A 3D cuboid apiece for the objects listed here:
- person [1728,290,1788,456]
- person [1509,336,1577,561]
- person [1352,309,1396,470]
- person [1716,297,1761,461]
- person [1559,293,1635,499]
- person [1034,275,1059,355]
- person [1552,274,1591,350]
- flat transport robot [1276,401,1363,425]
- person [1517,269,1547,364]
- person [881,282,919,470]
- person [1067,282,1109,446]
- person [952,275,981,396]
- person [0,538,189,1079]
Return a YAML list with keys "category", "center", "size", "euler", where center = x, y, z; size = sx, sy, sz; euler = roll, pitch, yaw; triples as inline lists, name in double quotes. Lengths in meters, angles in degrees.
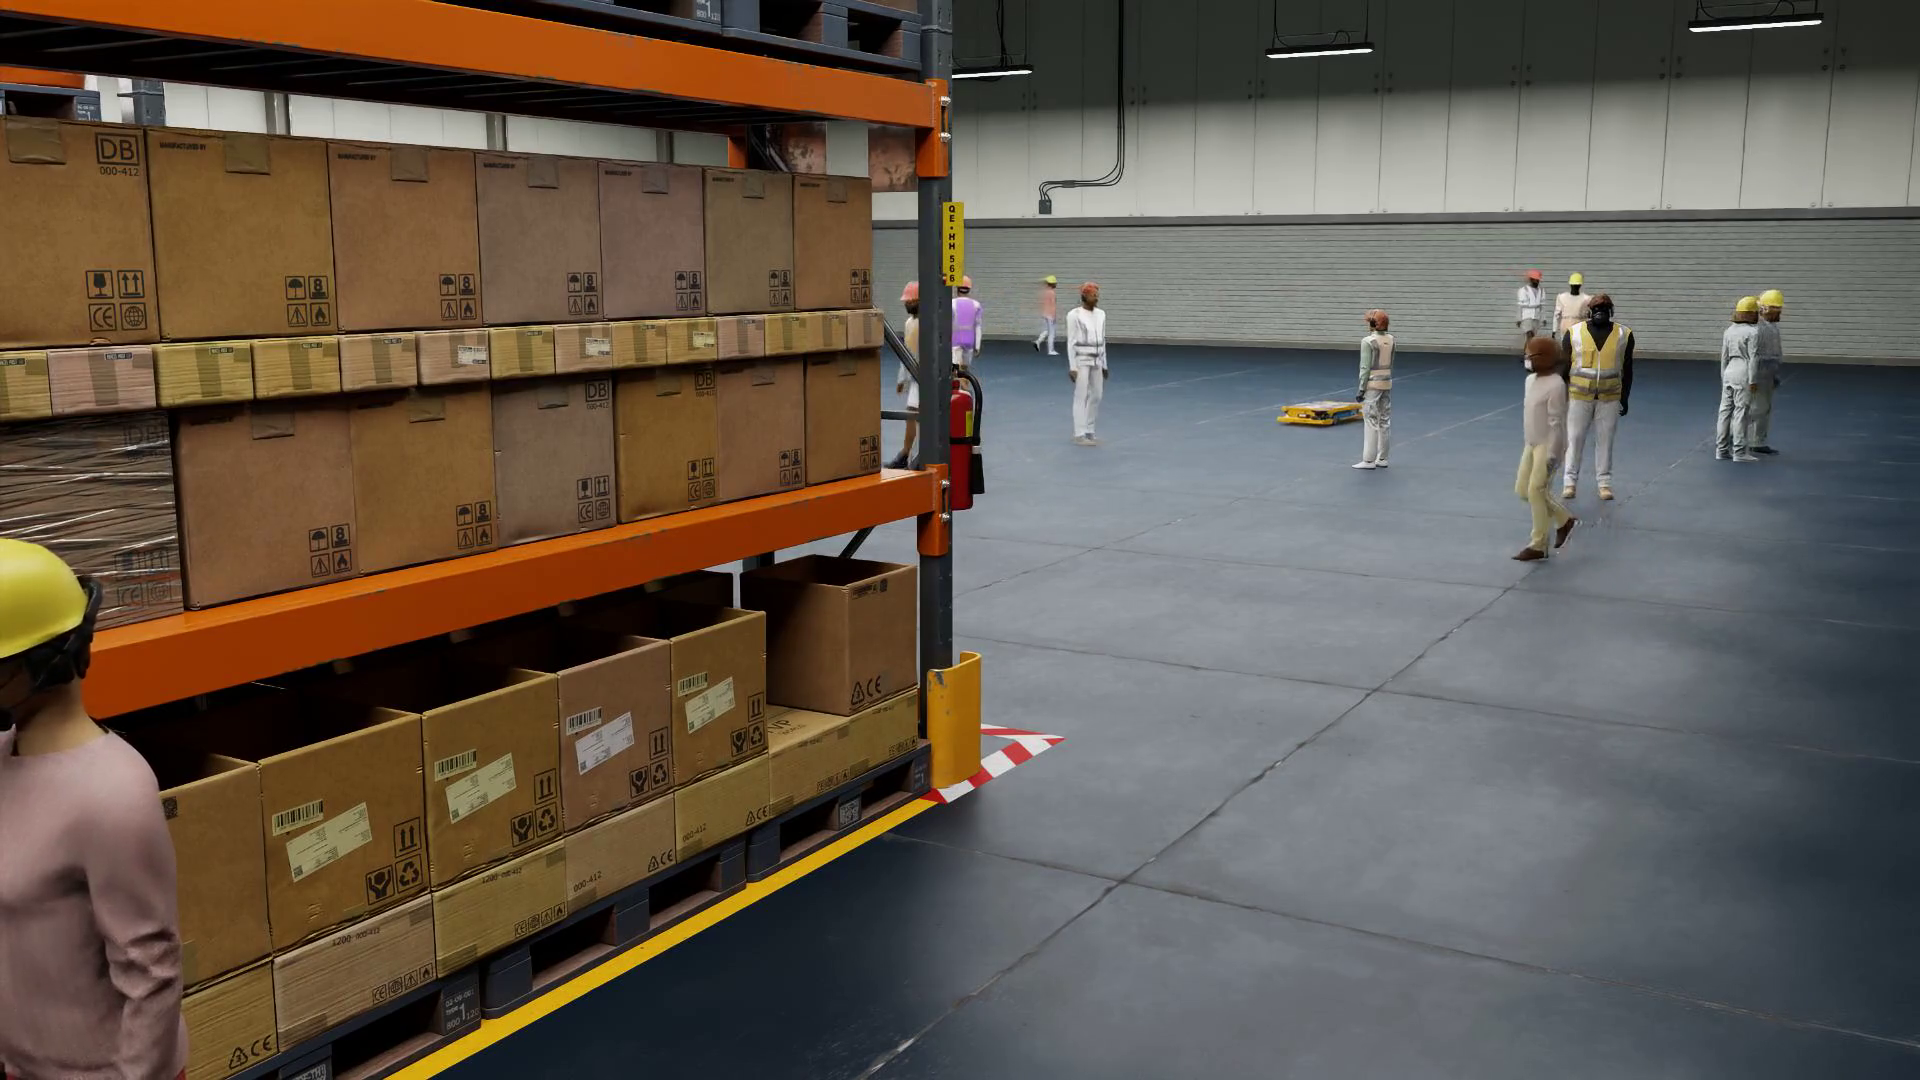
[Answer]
- category: "person"
  center: [8.718, -1.822, 18.180]
  size: [0.507, 1.814, 0.589]
  euler: [9, 13, 43]
- category: "person"
  center: [4.201, -0.650, 11.876]
  size: [0.464, 1.613, 0.521]
  euler: [-1, 10, -7]
- category: "person"
  center: [4.250, -1.537, 17.008]
  size: [0.514, 1.641, 0.309]
  euler: [-9, 13, -41]
- category: "person"
  center: [8.321, -1.710, 17.721]
  size: [0.312, 1.744, 0.487]
  euler: [-3, 10, -16]
- category: "person"
  center: [5.699, -1.282, 14.931]
  size: [0.626, 1.844, 0.429]
  euler: [3, 10, 15]
- category: "person"
  center: [1.940, -4.941, 36.582]
  size: [0.485, 1.752, 0.544]
  euler: [-5, 11, -25]
- category: "person"
  center: [10.520, -3.629, 28.560]
  size: [0.588, 1.886, 0.971]
  euler: [6, 12, 33]
- category: "flat transport robot"
  center: [4.772, -1.676, 21.827]
  size: [0.652, 0.197, 1.431]
  euler: [7, 12, 37]
- category: "person"
  center: [11.440, -4.422, 33.108]
  size: [0.552, 1.908, 0.776]
  euler: [-3, 10, -16]
- category: "person"
  center: [-0.533, -1.627, 16.732]
  size: [0.837, 1.909, 0.570]
  euler: [-5, 11, -25]
- category: "person"
  center: [1.486, -2.036, 19.226]
  size: [0.596, 1.884, 0.363]
  euler: [-8, 12, -39]
- category: "person"
  center: [0.043, -2.842, 23.870]
  size: [0.552, 1.912, 0.791]
  euler: [-4, 10, -21]
- category: "person"
  center: [-1.417, 0.859, 2.642]
  size: [0.522, 1.759, 0.331]
  euler: [8, 13, 39]
